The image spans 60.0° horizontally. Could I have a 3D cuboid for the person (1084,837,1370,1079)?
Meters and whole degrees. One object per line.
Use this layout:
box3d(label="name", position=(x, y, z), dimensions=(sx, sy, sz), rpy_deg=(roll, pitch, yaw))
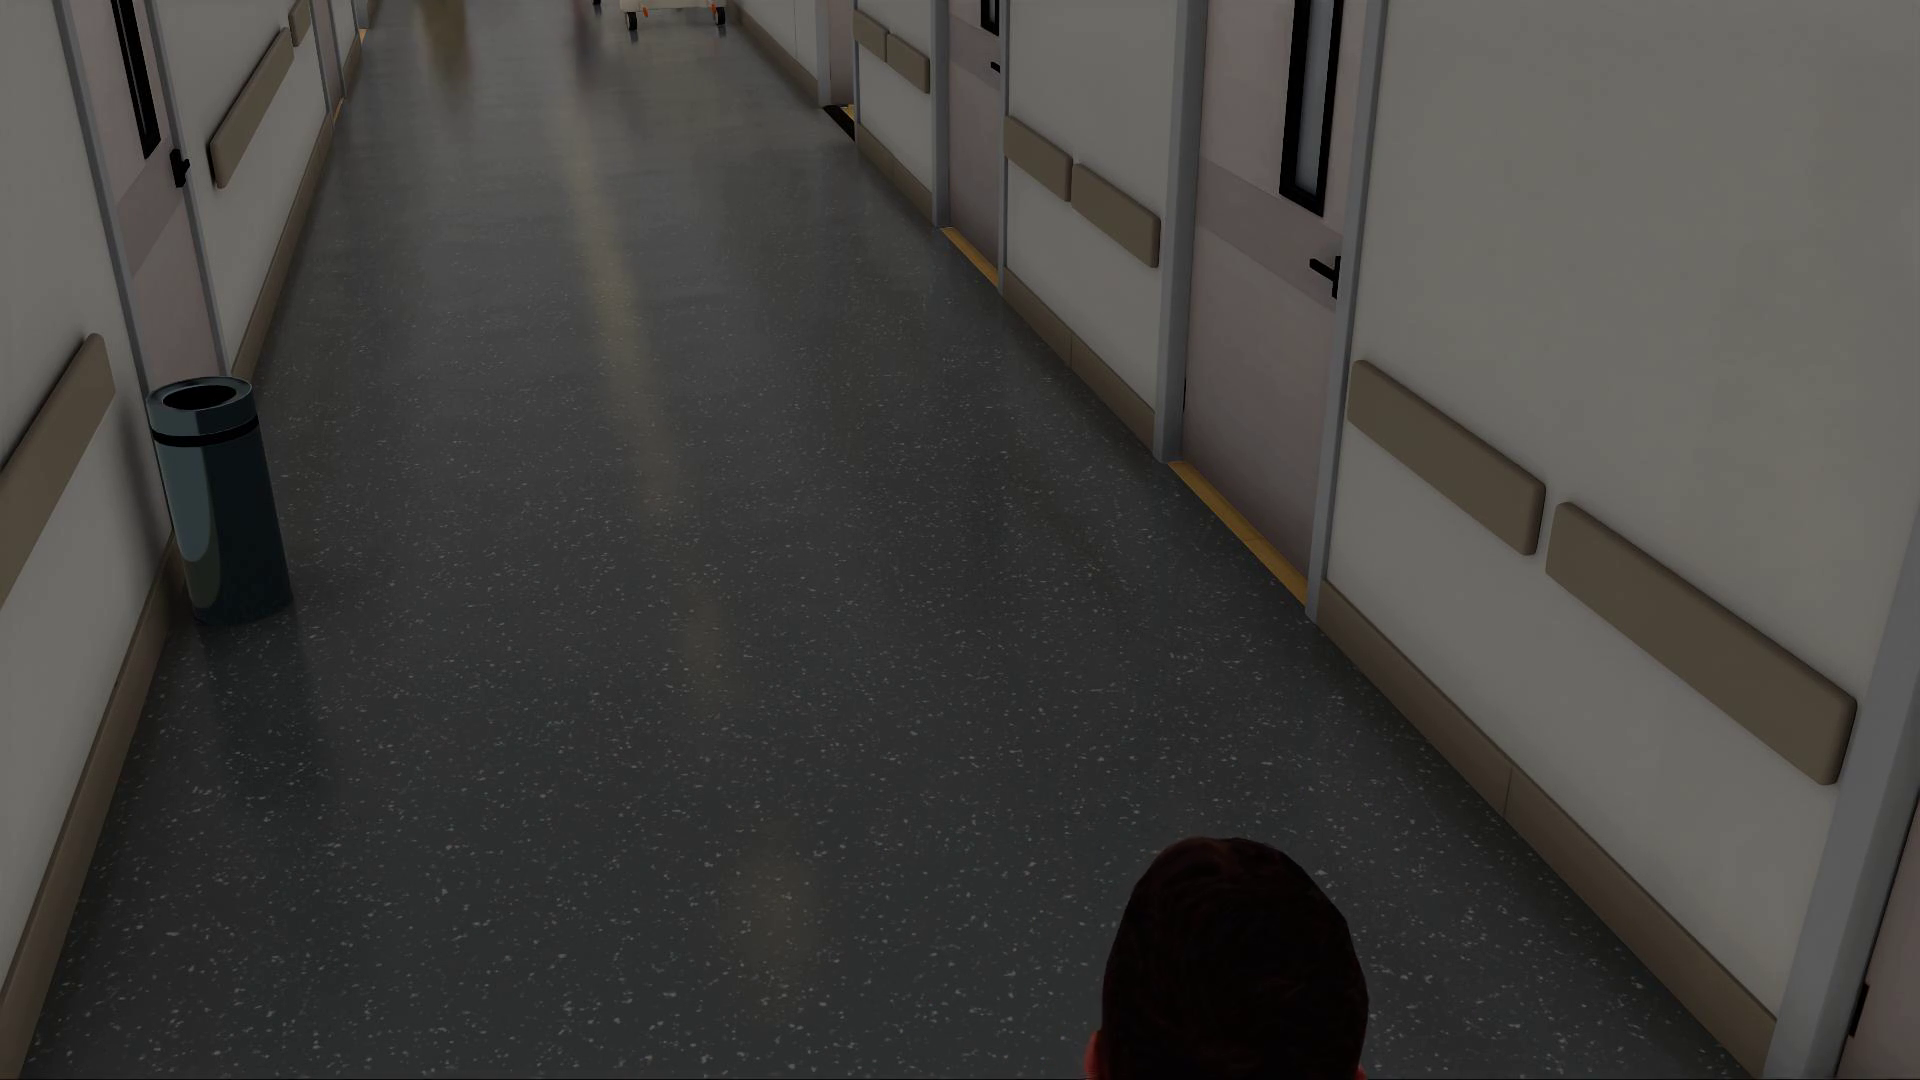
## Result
box3d(label="person", position=(0.176, 1.055, 1.419), dimensions=(0.565, 1.851, 0.726), rpy_deg=(-2, 26, -3))
